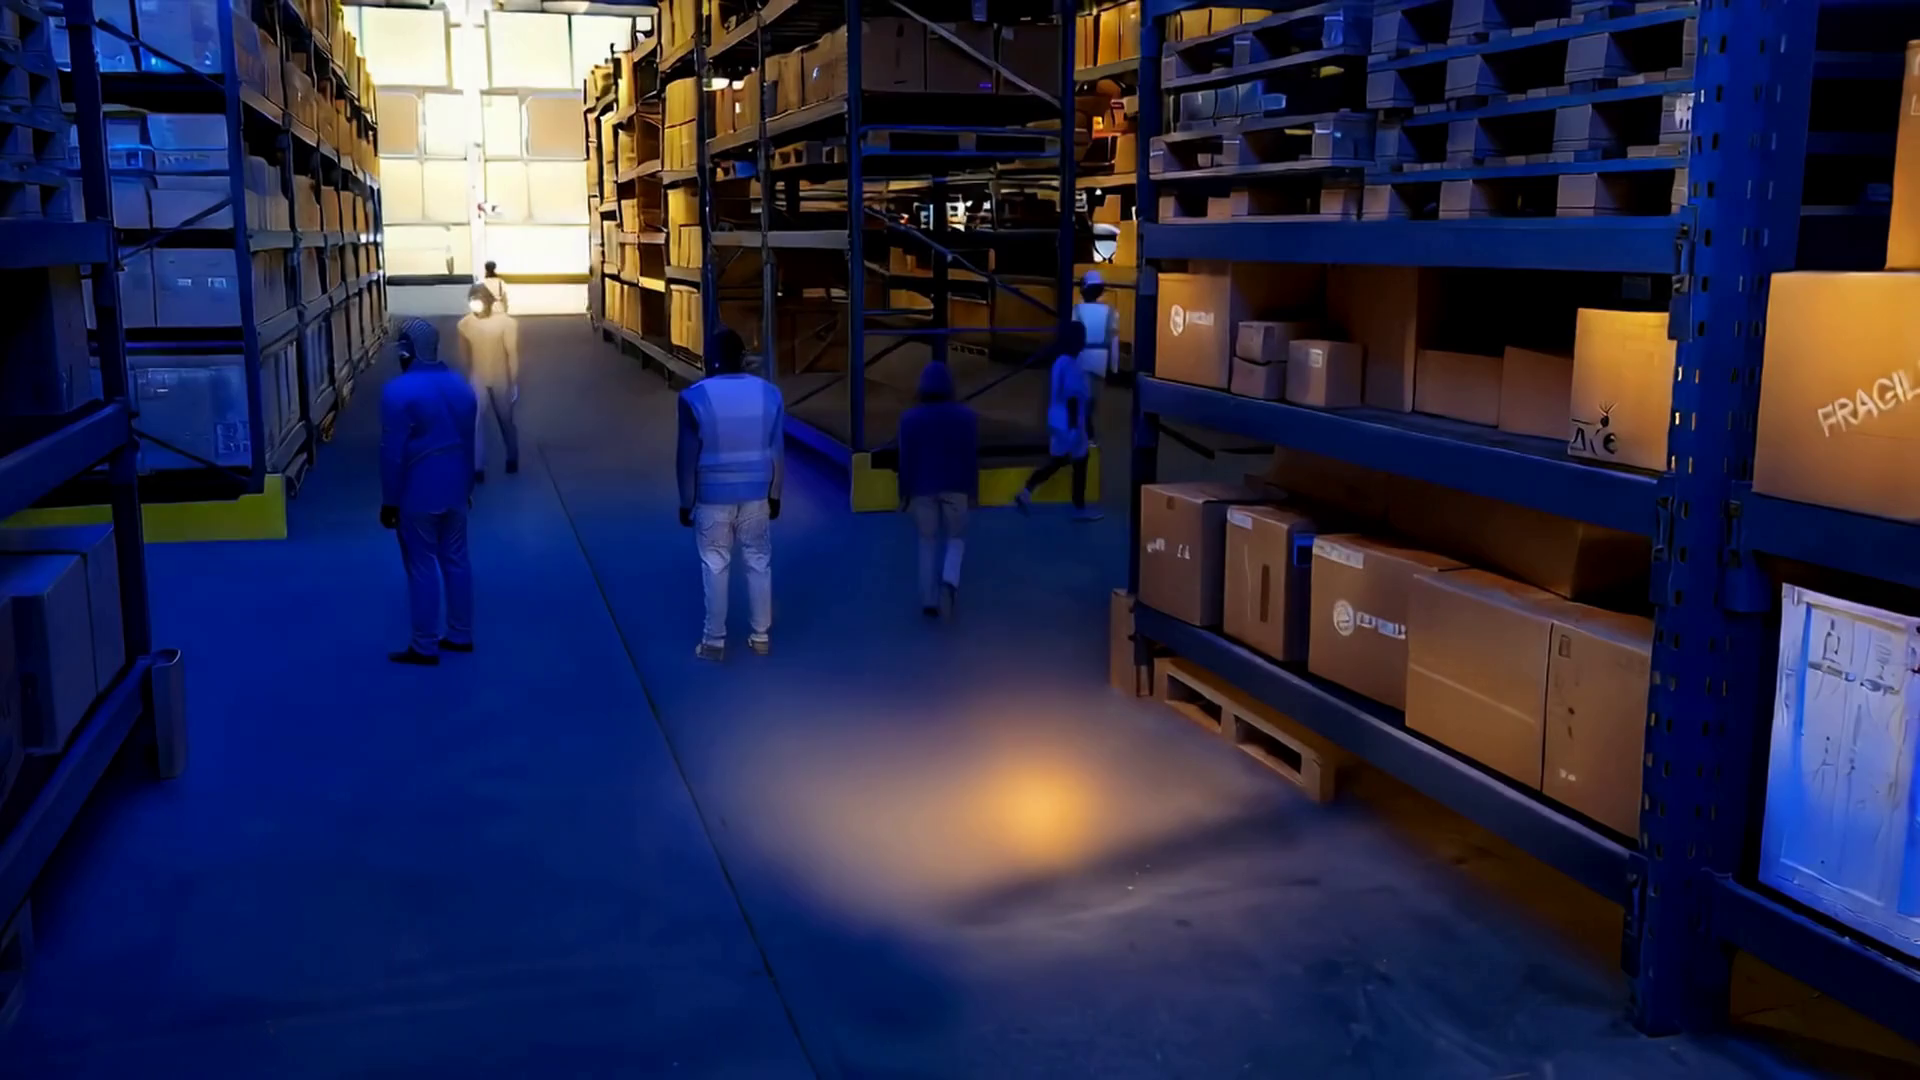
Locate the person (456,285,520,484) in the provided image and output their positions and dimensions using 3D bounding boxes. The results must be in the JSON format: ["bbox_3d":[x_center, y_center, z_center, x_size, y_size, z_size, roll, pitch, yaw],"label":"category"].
[{"bbox_3d":[-4.559,-1.531,16.180,0.635,1.905,0.989,0,10,1],"label":"person"}]

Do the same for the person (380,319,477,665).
[{"bbox_3d":[-2.963,-0.267,9.238,0.400,1.901,0.645,5,11,25],"label":"person"}]

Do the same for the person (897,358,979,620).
[{"bbox_3d":[-0.135,-0.290,10.103,0.502,1.616,0.459,0,10,2],"label":"person"}]

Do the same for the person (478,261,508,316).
[{"bbox_3d":[-8.929,-4.394,31.877,0.556,1.902,0.946,-5,12,-27],"label":"person"}]

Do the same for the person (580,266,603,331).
[{"bbox_3d":[-9.230,-6.010,41.471,0.706,1.619,0.540,-2,11,-13],"label":"person"}]

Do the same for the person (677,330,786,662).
[{"bbox_3d":[-1.280,-0.244,9.257,0.629,1.843,0.429,-6,12,-29],"label":"person"}]

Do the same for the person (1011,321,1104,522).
[{"bbox_3d":[0.812,-0.963,13.659,0.684,1.675,0.536,-2,11,-13],"label":"person"}]

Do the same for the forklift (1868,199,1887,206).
[{"bbox_3d":[11.338,-2.915,21.052,1.129,2.768,1.873,-3,11,-17],"label":"forklift"}]

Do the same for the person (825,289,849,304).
[{"bbox_3d":[-2.286,-4.371,31.877,0.627,1.846,0.429,-9,14,-41],"label":"person"}]

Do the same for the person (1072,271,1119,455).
[{"bbox_3d":[1.380,-1.849,17.666,0.621,1.997,1.071,-3,11,-13],"label":"person"}]
